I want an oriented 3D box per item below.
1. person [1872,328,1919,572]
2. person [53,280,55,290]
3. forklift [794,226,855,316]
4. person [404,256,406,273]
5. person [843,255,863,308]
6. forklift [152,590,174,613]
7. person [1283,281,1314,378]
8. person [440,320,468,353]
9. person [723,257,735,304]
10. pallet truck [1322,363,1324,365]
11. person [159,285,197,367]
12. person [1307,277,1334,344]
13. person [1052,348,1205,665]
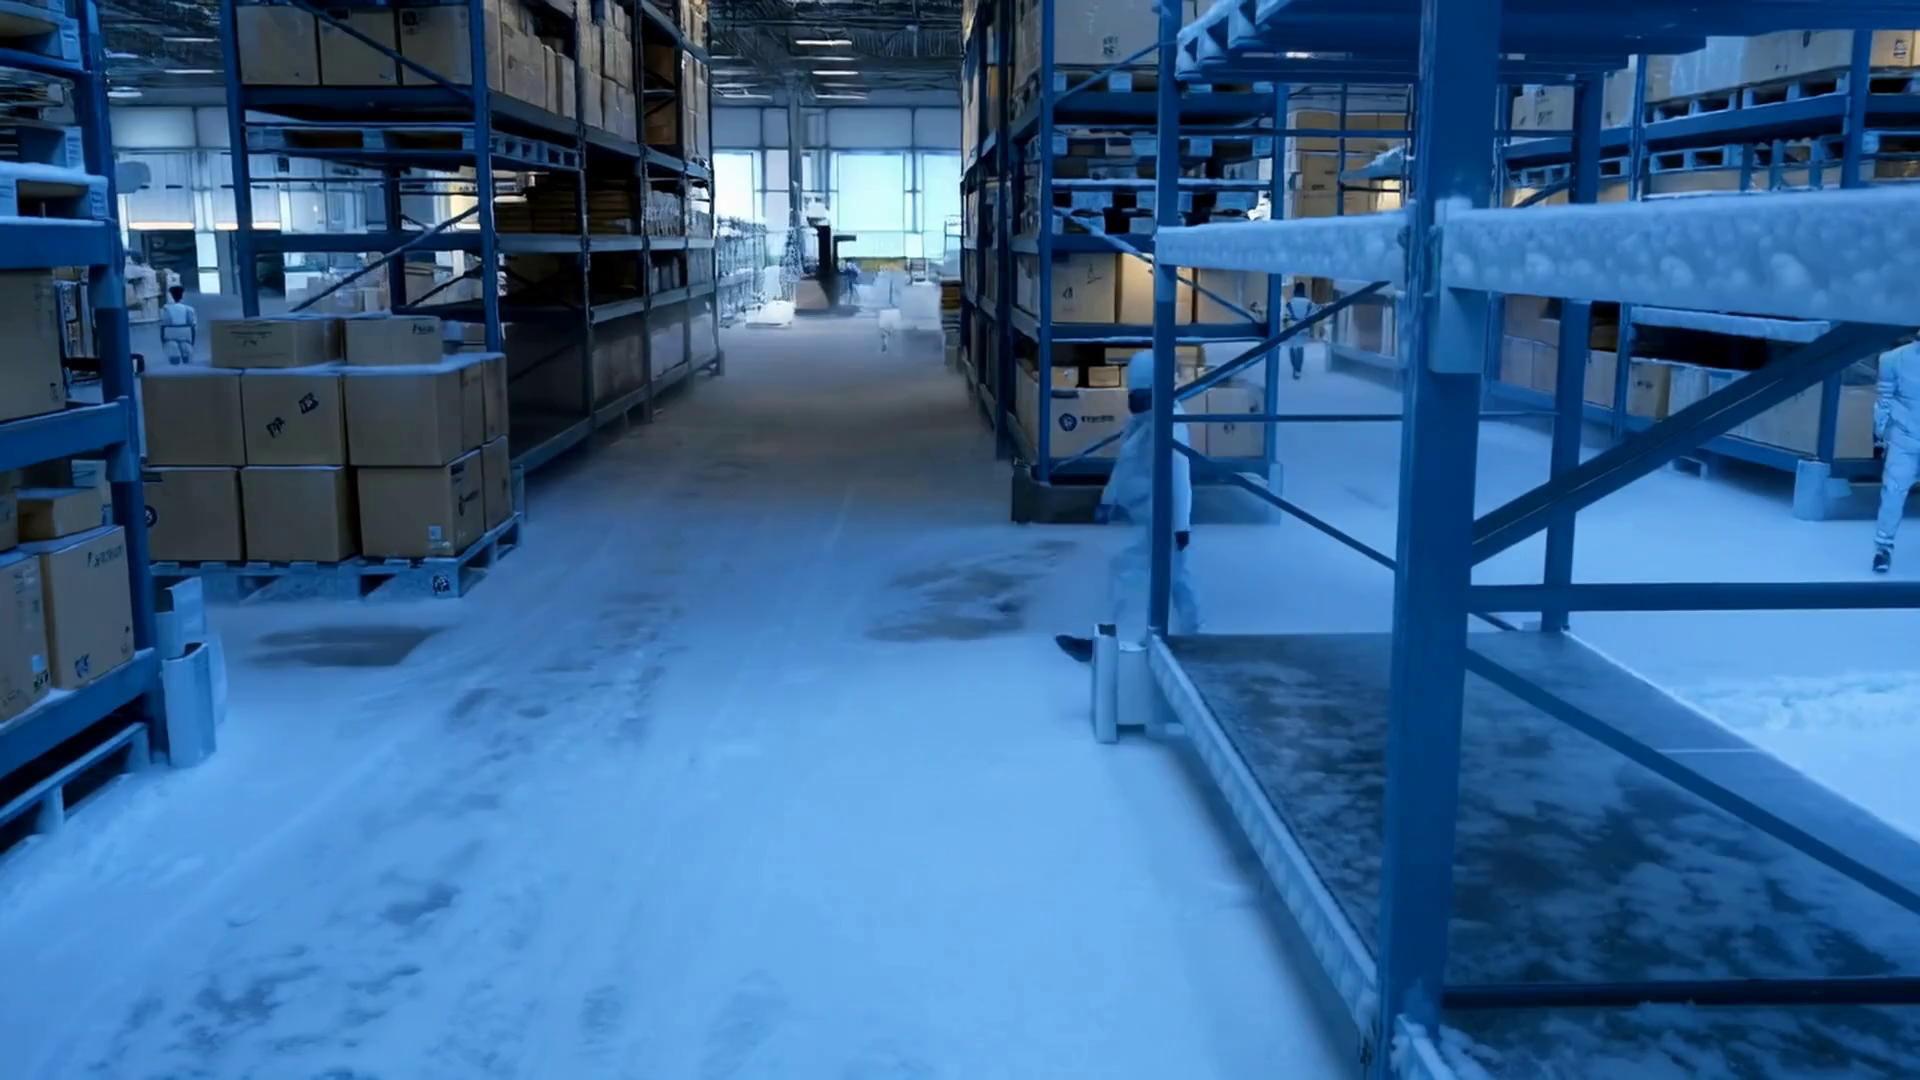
[{"bbox_3d":[6.794,-0.694,11.746,0.640,1.899,0.396,4,11,23],"label":"person"},{"bbox_3d":[-20.513,-5.287,37.122,0.372,1.966,0.608,9,14,42],"label":"person"},{"bbox_3d":[-4.245,-8.430,52.081,1.873,2.768,1.129,0,10,-2],"label":"forklift"},{"bbox_3d":[-15.504,-6.931,46.070,0.627,2.000,0.758,-1,10,-3],"label":"person"},{"bbox_3d":[-3.776,-8.999,58.088,1.053,1.891,0.649,4,11,23],"label":"person"},{"bbox_3d":[-5.858,-0.811,9.639,1.873,2.768,1.129,-1,10,-3],"label":"forklift"},{"bbox_3d":[5.809,-3.601,28.535,0.540,1.679,0.625,0,10,1],"label":"person"},{"bbox_3d":[-3.940,-0.815,12.818,0.504,1.749,0.540,-1,10,-3],"label":"person"},{"bbox_3d":[-8.596,-9.569,61.428,0.646,1.813,0.644,0,10,0],"label":"person"},{"bbox_3d":[7.712,-4.157,30.737,1.885,1.965,0.823,3,11,16],"label":"pallet truck"},{"bbox_3d":[-12.194,-3.148,25.997,0.539,1.676,0.566,-7,12,-35],"label":"person"},{"bbox_3d":[8.279,-5.495,38.225,0.391,1.986,0.609,-10,14,-43],"label":"person"},{"bbox_3d":[0.976,-0.171,9.161,0.935,1.758,0.621,-1,10,-6],"label":"person"}]
